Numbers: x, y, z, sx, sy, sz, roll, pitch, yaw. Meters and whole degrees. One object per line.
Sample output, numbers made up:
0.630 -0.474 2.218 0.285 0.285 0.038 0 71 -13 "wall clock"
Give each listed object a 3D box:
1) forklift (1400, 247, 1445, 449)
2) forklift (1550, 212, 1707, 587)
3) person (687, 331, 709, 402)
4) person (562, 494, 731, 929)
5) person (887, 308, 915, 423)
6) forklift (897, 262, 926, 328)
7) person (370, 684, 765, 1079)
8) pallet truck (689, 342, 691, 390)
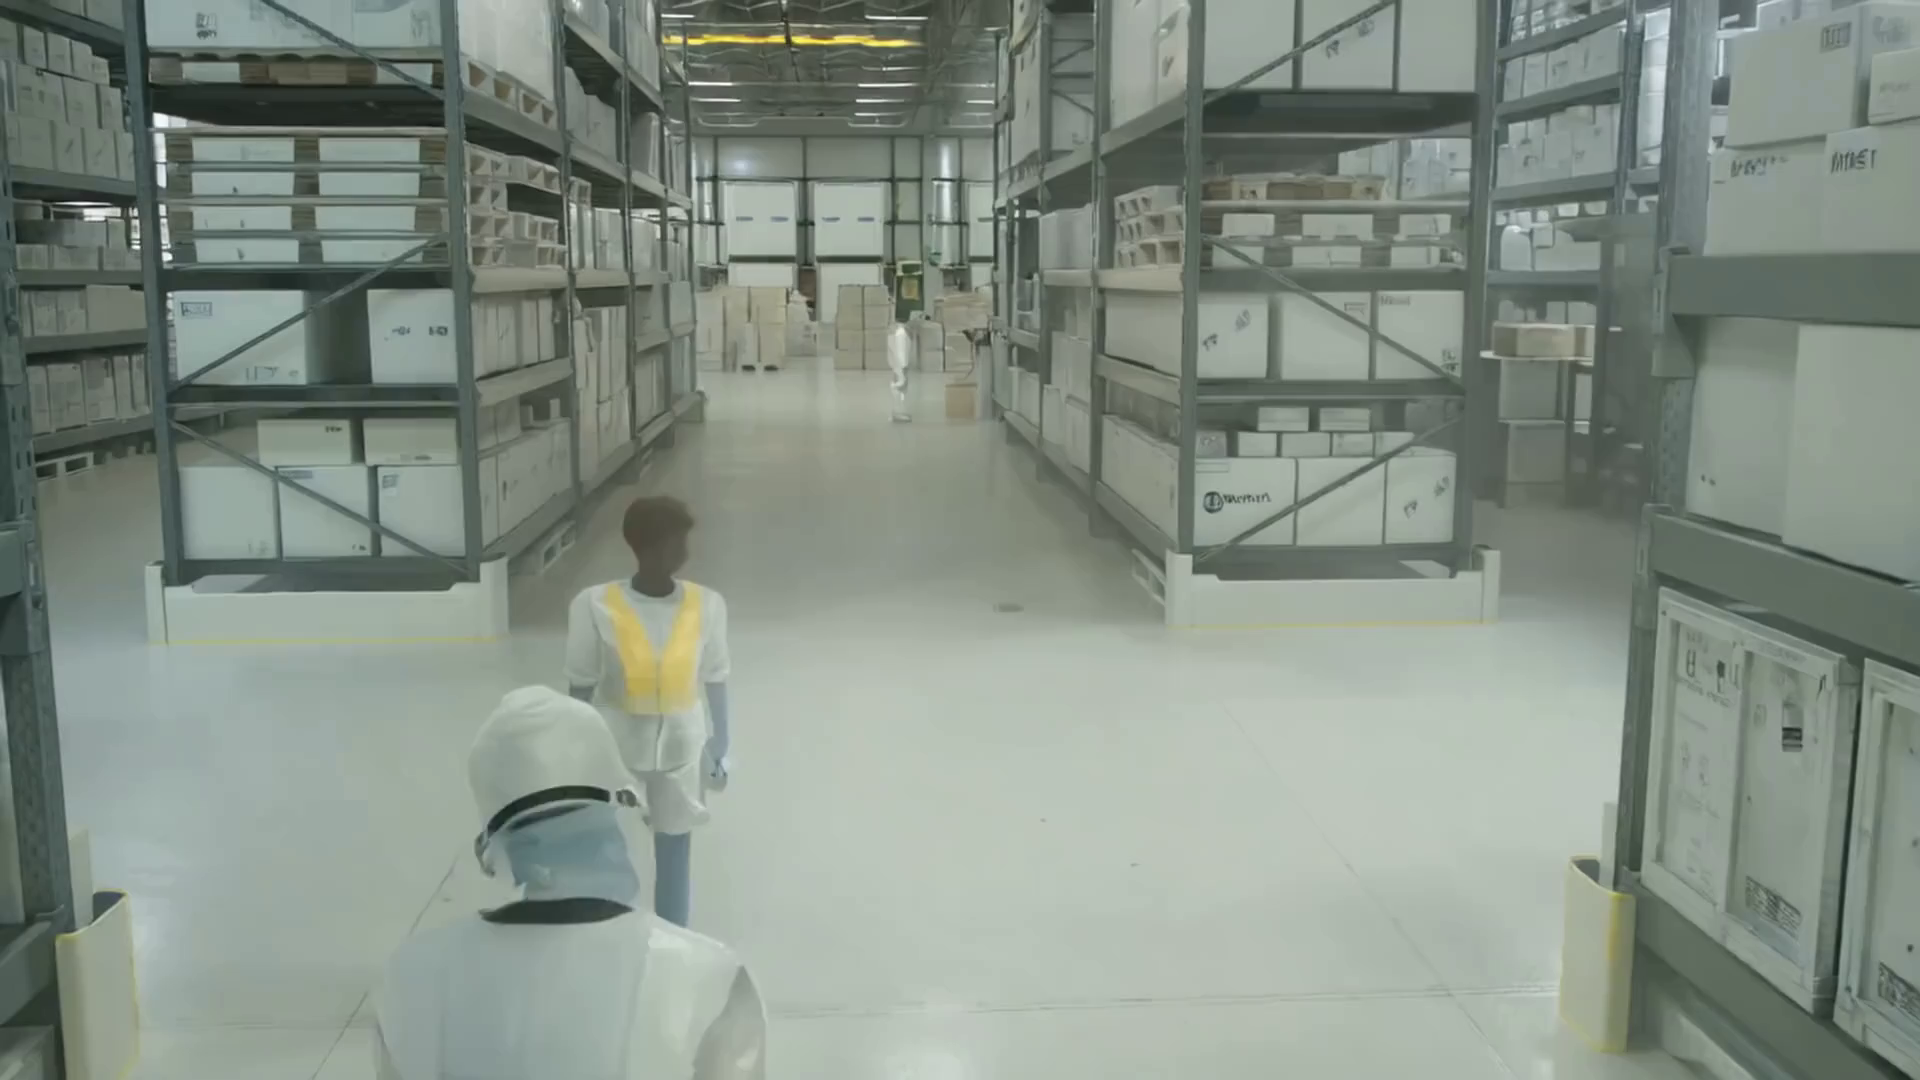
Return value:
6.208 -2.620 22.279 1.873 2.768 1.129 4 10 26 "forklift"
5.543 -1.104 12.763 1.129 2.768 1.873 -1 9 -4 "forklift"
-5.086 -3.343 30.852 0.861 1.594 0.532 -3 9 -15 "person"
-0.980 0.687 5.269 0.561 1.682 0.355 -5 10 -28 "person"
-0.940 -2.785 26.572 0.429 1.840 0.636 -3 10 -19 "person"
-1.780 -8.547 59.499 1.129 2.768 1.873 -1 9 -4 "forklift"
-0.495 1.097 2.363 0.619 1.786 0.748 2 9 11 "person"
-5.225 -3.008 27.480 1.885 1.965 0.823 2 9 14 "pallet truck"
